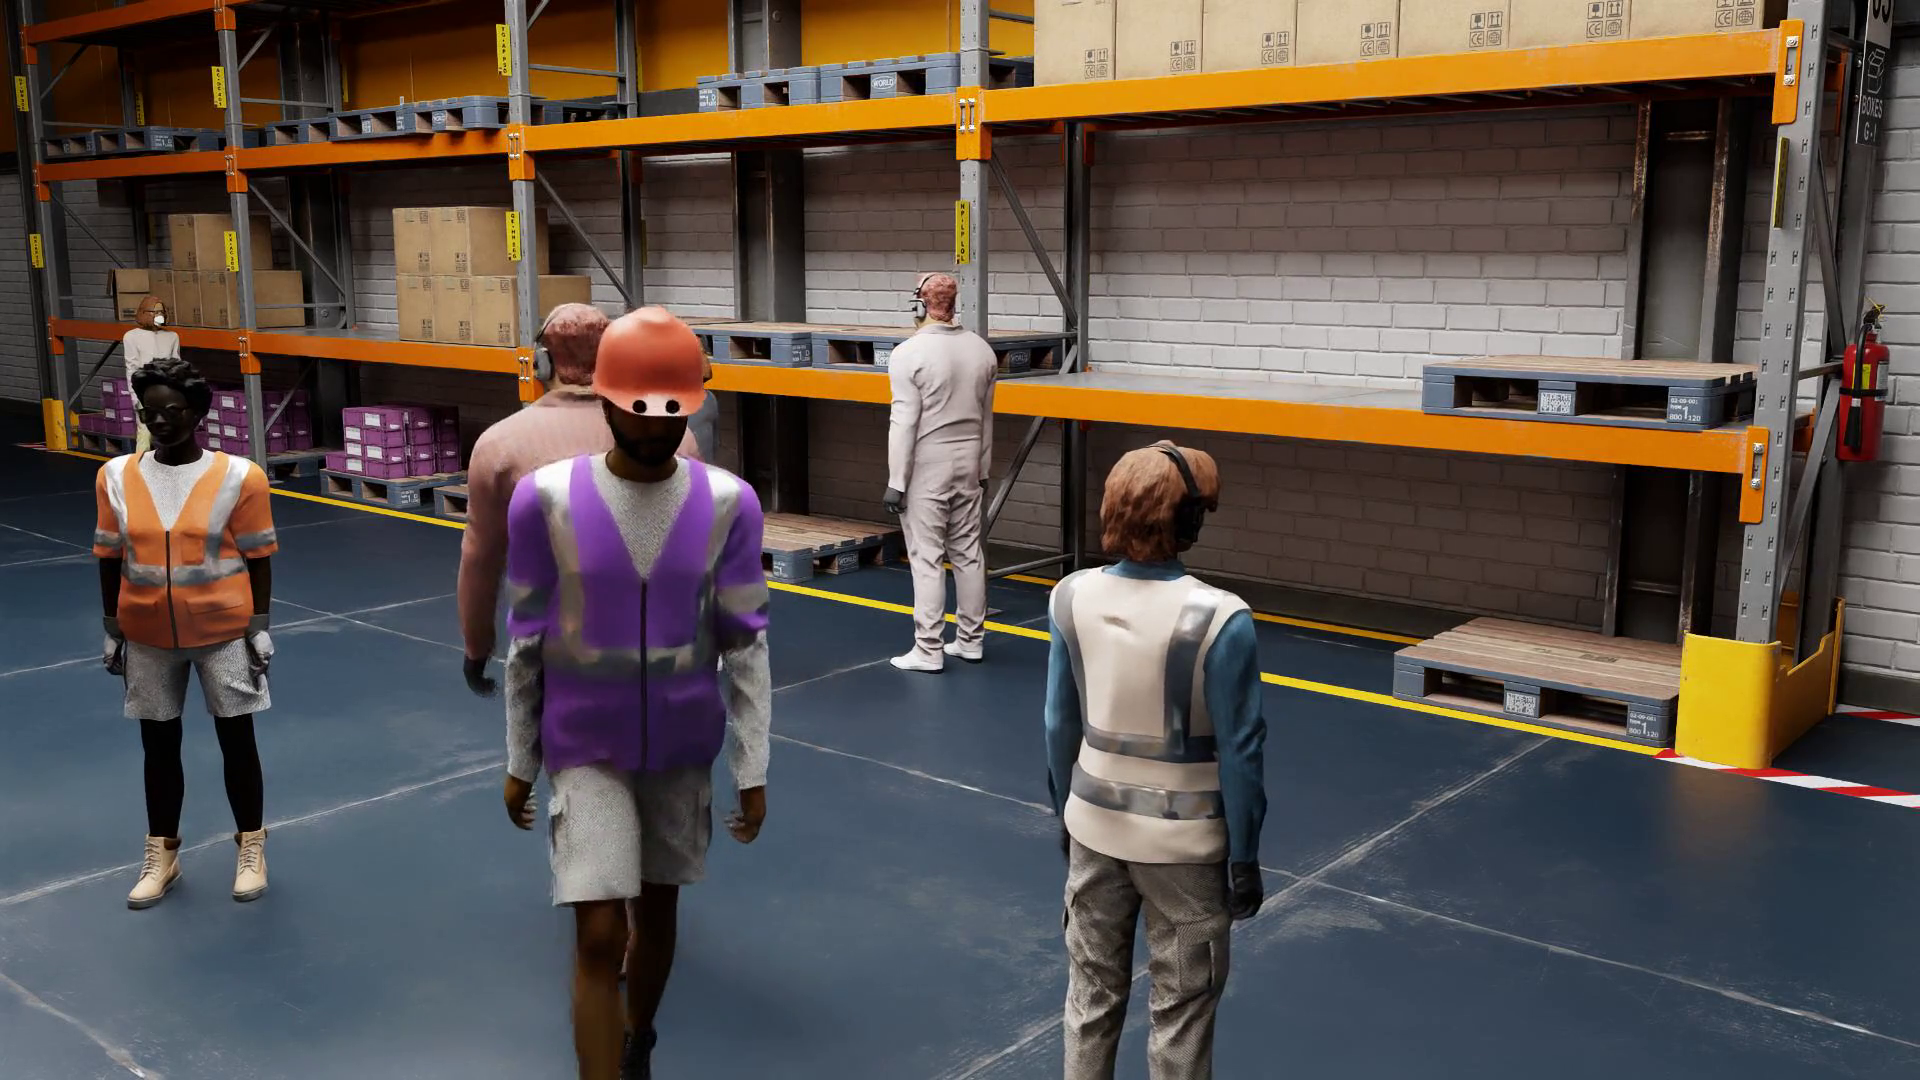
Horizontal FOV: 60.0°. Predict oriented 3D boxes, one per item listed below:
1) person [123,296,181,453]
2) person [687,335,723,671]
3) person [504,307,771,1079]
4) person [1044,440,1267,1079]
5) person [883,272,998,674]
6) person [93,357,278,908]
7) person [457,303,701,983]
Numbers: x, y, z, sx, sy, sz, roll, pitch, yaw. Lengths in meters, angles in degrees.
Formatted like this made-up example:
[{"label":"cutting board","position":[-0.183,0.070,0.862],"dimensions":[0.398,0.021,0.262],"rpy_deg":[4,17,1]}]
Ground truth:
[{"label":"person","position":[-6.659,-1.198,13.784],"dimensions":[0.277,1.629,0.497],"rpy_deg":[6,12,32]},{"label":"person","position":[-1.277,-0.148,7.776],"dimensions":[0.280,1.636,0.502],"rpy_deg":[2,10,14]},{"label":"person","position":[-0.656,0.472,3.501],"dimensions":[0.565,1.894,0.898],"rpy_deg":[-4,11,-20]},{"label":"person","position":[0.391,0.619,3.392],"dimensions":[0.512,1.642,0.312],"rpy_deg":[9,13,42]},{"label":"person","position":[-0.121,-0.318,7.977],"dimensions":[0.645,1.907,0.400],"rpy_deg":[-9,14,-42]},{"label":"person","position":[-2.374,0.287,5.125],"dimensions":[0.530,1.697,0.321],"rpy_deg":[-2,10,-9]},{"label":"person","position":[-1.109,0.256,4.821],"dimensions":[0.678,1.855,0.965],"rpy_deg":[-5,11,-28]}]
